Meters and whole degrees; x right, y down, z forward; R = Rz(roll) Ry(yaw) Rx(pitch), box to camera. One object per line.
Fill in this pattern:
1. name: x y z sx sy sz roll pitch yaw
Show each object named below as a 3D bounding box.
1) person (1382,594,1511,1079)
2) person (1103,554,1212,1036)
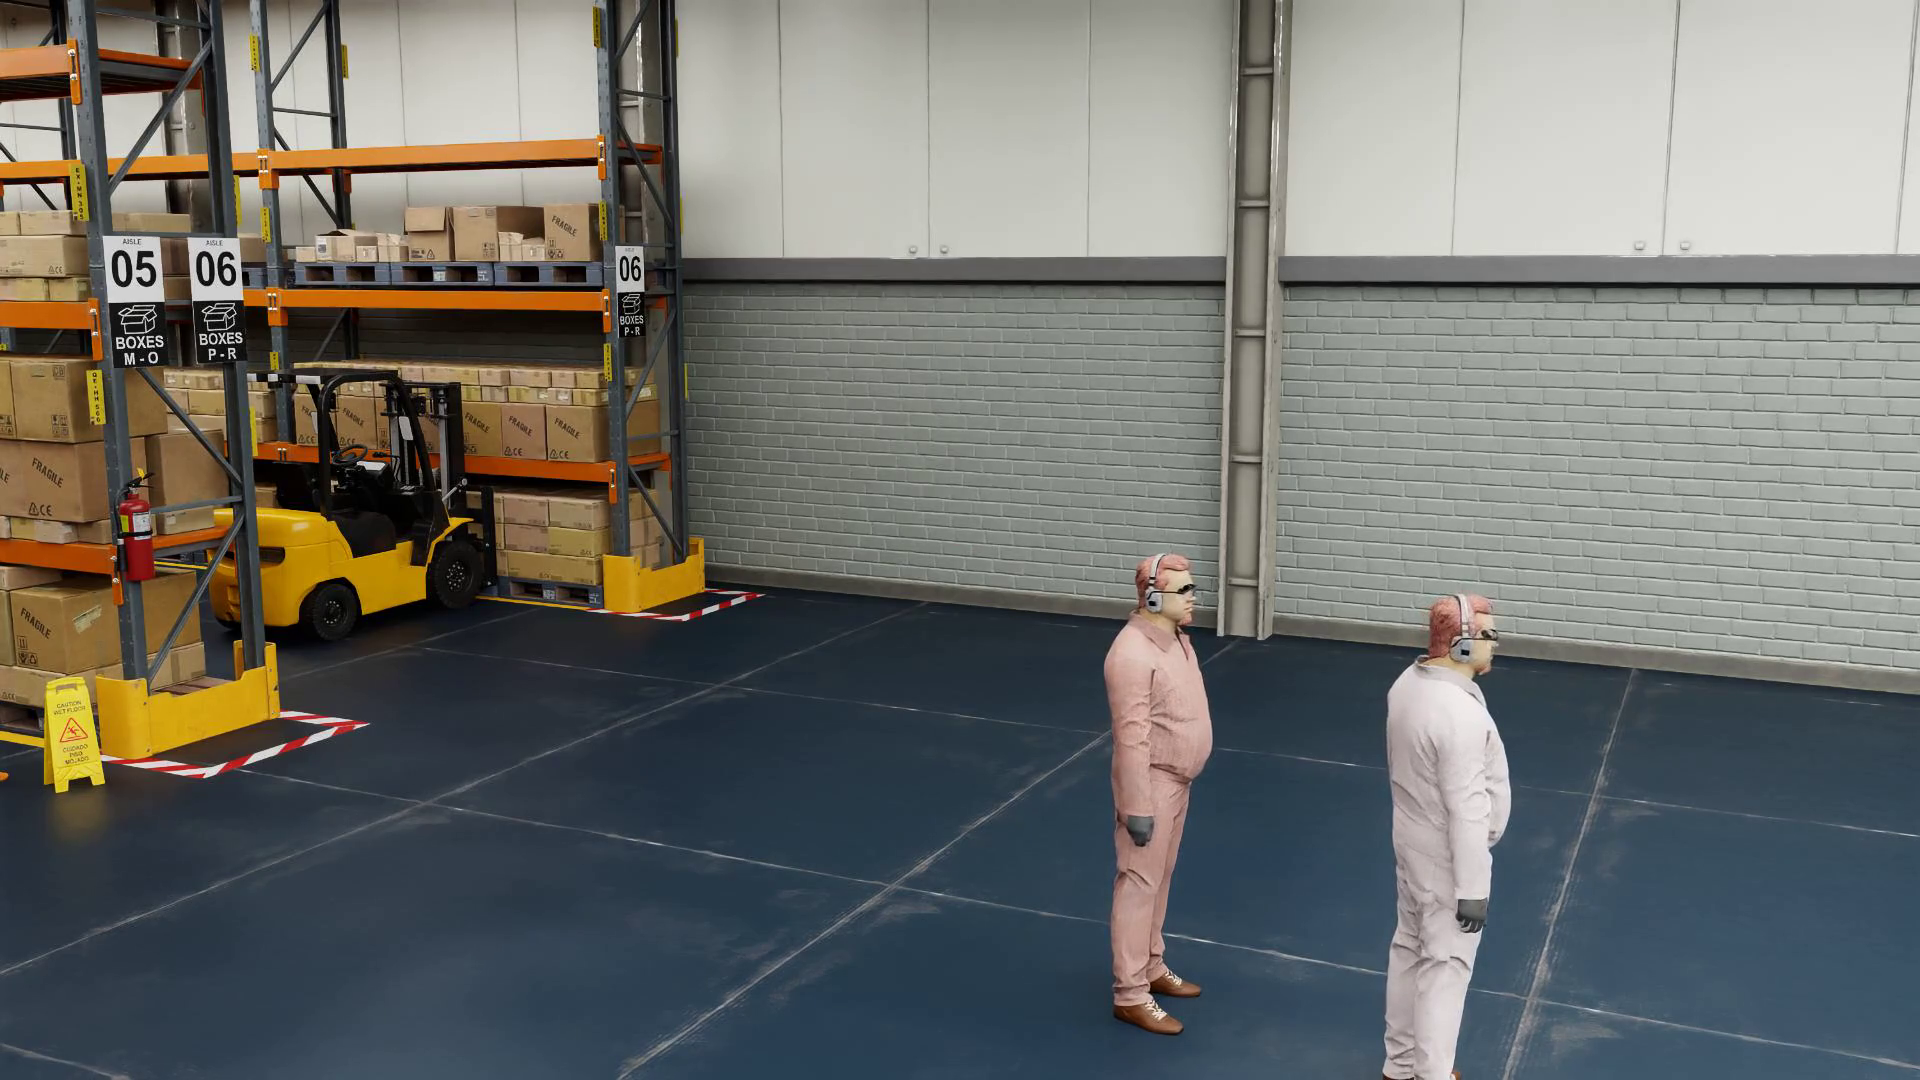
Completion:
1. person: 1.742 1.128 5.916 0.407 1.906 0.654 -1 9 -4
2. person: 0.812 0.997 6.716 0.406 1.910 0.639 4 10 21
